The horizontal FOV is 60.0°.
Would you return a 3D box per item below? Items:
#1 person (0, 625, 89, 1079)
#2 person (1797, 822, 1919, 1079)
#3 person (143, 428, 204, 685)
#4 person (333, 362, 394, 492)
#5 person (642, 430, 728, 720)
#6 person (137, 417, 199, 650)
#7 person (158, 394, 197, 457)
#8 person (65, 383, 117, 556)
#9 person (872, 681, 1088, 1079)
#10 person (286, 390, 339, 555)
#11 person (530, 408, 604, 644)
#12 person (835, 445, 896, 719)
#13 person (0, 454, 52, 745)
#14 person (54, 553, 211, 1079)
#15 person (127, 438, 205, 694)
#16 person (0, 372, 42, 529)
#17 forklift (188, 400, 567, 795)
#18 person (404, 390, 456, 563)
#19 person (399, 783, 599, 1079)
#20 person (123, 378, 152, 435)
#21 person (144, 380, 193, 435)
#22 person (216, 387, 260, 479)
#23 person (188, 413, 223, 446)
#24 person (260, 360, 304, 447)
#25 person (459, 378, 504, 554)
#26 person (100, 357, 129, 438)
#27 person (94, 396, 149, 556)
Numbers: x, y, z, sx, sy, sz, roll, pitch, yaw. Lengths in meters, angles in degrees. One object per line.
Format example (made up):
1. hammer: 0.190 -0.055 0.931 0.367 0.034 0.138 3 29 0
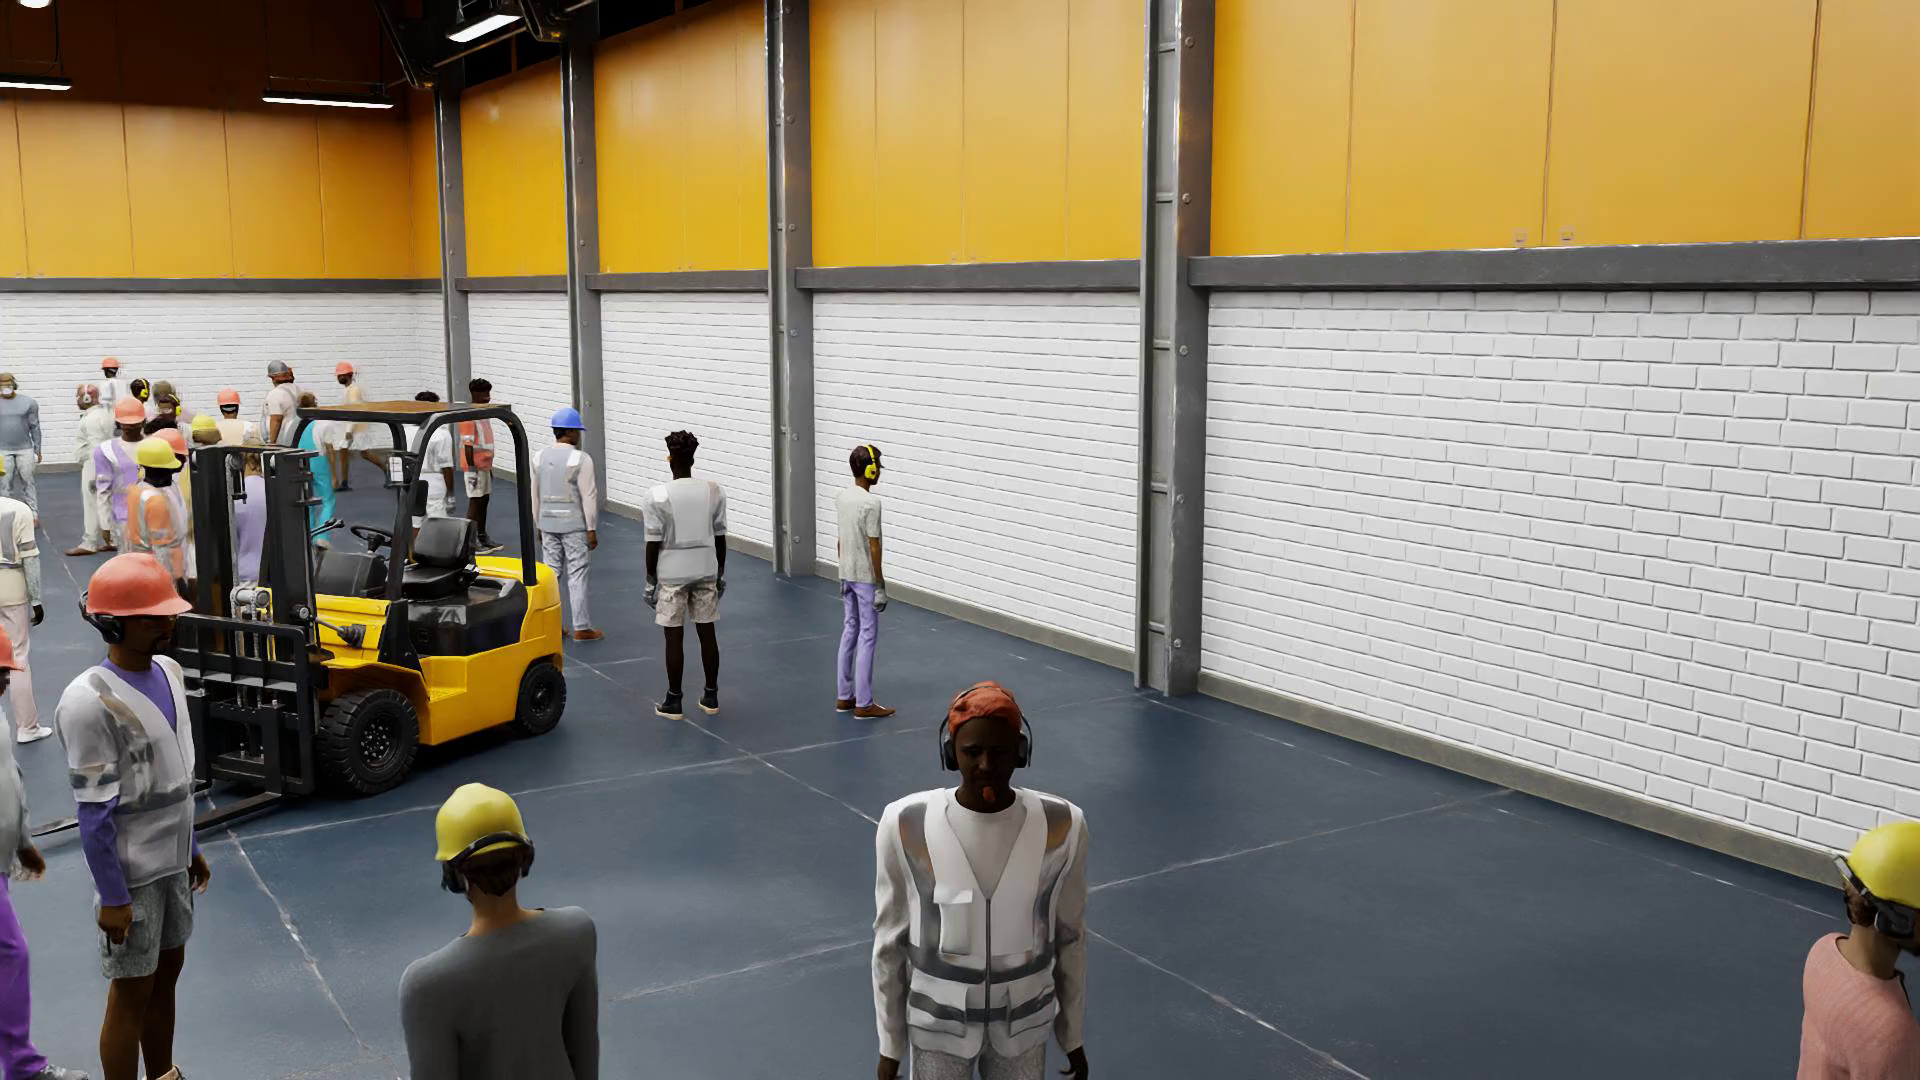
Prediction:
1. person: -3.612 1.147 5.983 0.757 1.716 0.552 -2 9 -13
2. person: 1.993 1.469 3.674 0.342 1.754 0.530 2 9 14
3. person: -5.631 0.166 11.872 0.387 1.929 0.547 -1 8 -5
4. person: -8.723 -1.646 24.211 0.944 1.897 0.568 -6 10 -34
5. person: -1.863 0.234 11.278 0.606 1.966 0.367 -5 10 -31
6. person: -6.027 0.024 12.826 0.631 1.925 0.868 0 8 -1
7. person: -8.022 -0.566 17.031 0.506 1.864 0.331 1 8 6
8. person: -9.583 -0.777 18.355 0.467 1.906 0.663 -2 9 -14
9. person: 0.055 1.299 4.380 0.573 1.883 0.357 -1 8 -7
10. person: -7.085 -0.722 18.184 0.544 1.830 0.533 0 8 -2
11. person: -3.242 -0.113 13.702 0.606 1.940 0.408 4 9 23
12. person: -0.656 0.283 11.312 0.318 1.860 0.509 -6 11 -36
13. person: -6.142 0.362 10.577 0.584 1.919 0.375 -2 9 -11
14. person: -2.671 1.053 5.498 0.374 2.044 0.607 0 8 -1
15. person: -5.593 0.224 11.642 0.660 1.896 0.611 -7 11 -40
16. person: -11.540 -1.082 20.280 0.636 1.931 0.377 -5 10 -30
17. forklift: -3.529 0.258 10.348 1.214 2.155 2.313 4 9 25
18. person: -5.113 -0.459 15.997 0.601 1.958 0.381 3 9 19
19. person: -1.067 1.434 3.891 0.337 1.759 0.525 7 11 39
20. person: -9.878 -1.016 20.082 0.523 1.858 0.337 4 9 24
21. person: -8.797 -0.815 18.479 0.422 1.923 0.643 2 9 15
22. person: -7.364 -0.578 16.894 0.548 1.934 0.381 -2 9 -15
23. person: -7.184 -0.346 15.963 0.491 1.745 0.339 8 11 42
24. person: -8.750 -1.313 21.455 0.536 2.000 0.672 2 9 12
25. person: -5.327 -0.818 18.428 0.389 1.953 0.610 0 8 3
26. person: -12.926 -1.830 25.360 0.406 1.910 0.589 2 9 11
27. person: -6.879 -0.192 13.945 0.614 2.031 0.403 -6 10 -34
